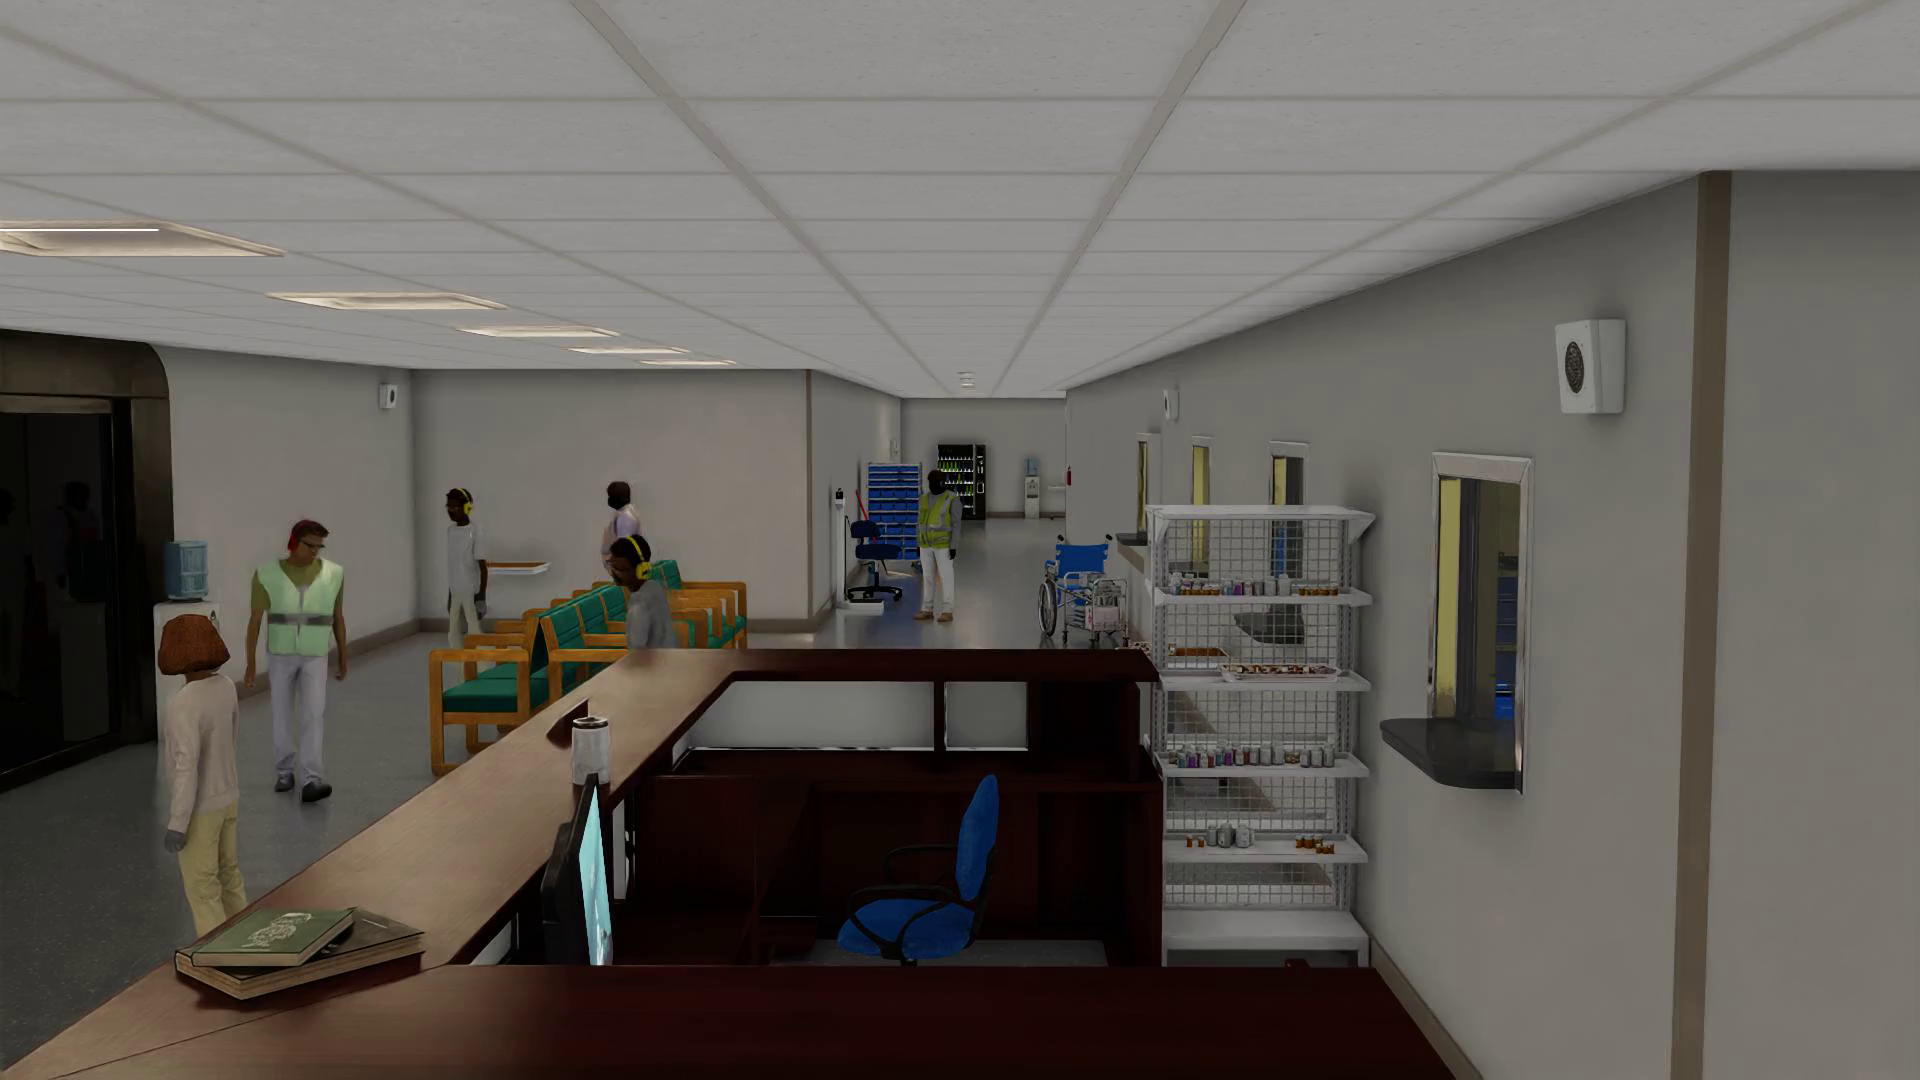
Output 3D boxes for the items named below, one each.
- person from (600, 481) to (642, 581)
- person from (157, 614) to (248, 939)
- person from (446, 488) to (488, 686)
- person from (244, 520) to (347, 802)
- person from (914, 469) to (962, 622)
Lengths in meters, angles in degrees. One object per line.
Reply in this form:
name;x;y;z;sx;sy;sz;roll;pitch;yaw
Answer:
person;-3.348;0.305;16.874;0.602;1.829;0.657;-1;4;-9
person;-3.114;1.117;6.832;0.266;1.631;0.507;0;4;-1
person;-4.226;0.485;14.164;0.557;1.852;0.433;3;5;36
person;-4.244;0.768;10.643;0.637;1.780;0.927;-2;5;-28
person;-0.283;0.069;20.103;0.627;1.844;0.429;3;5;34
